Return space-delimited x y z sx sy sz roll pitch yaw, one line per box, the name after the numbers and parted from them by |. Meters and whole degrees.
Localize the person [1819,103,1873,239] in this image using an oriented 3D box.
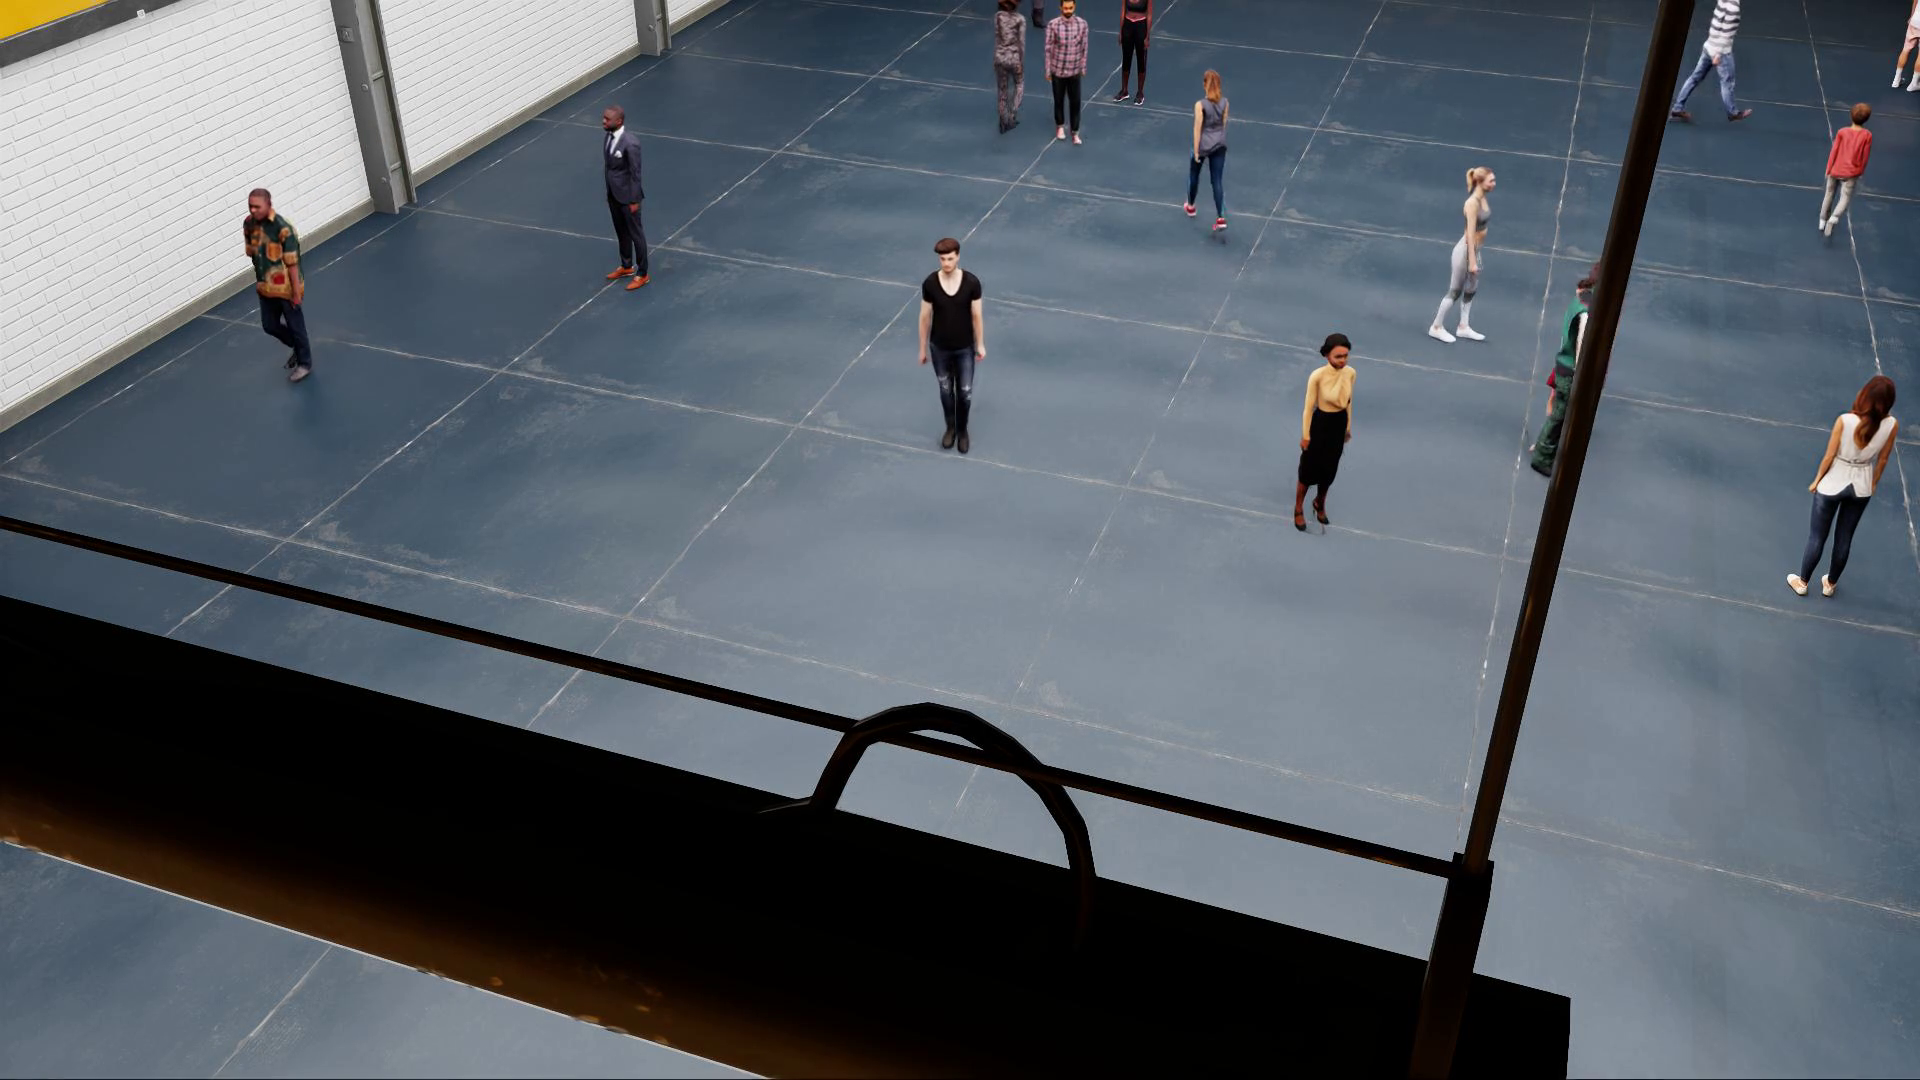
9.343 -3.885 17.562 0.635 1.404 0.851 20 38 27 | person

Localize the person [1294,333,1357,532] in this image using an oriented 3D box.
2.800 -0.826 12.734 0.672 1.654 0.723 -12 36 -18 | person

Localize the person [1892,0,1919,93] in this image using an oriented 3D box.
12.477 -6.718 21.484 0.765 1.781 0.735 -20 39 -28 | person

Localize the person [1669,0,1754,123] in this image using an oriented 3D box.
9.165 -5.977 20.352 0.994 1.800 1.192 1 34 1 | person

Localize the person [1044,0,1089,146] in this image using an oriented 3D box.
1.256 -5.663 19.933 0.928 1.740 1.098 -2 34 -3 | person

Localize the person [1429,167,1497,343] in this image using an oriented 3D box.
4.670 -2.650 15.434 0.715 1.702 0.703 19 38 26 | person

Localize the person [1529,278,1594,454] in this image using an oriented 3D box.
5.190 -1.485 13.847 1.127 1.518 0.887 -26 42 -34 | person

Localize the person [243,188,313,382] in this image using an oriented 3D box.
-6.013 -2.314 14.842 0.678 1.798 0.626 12 35 17 | person

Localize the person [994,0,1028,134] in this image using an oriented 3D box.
0.563 -5.765 20.123 0.583 1.699 0.644 9 35 14 | person

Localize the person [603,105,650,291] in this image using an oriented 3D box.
-3.329 -3.421 16.485 0.778 1.824 0.785 -27 42 -34 | person

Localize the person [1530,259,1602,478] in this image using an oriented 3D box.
4.957 -1.397 13.447 0.795 1.815 0.548 18 38 25 | person

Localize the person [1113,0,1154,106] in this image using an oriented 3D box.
2.240 -6.438 21.083 0.602 1.757 0.568 16 37 22 | person

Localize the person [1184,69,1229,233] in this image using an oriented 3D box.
2.681 -4.087 17.615 1.002 1.681 1.211 -8 34 -11 | person

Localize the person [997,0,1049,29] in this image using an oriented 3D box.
0.885 -8.242 23.755 1.201 1.805 1.125 -26 41 -33 | person

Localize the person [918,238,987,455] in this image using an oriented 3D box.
-0.053 -1.656 13.774 0.770 1.884 0.739 3 34 5 | person

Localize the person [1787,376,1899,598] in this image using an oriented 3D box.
6.355 -0.368 11.927 0.620 1.785 0.580 5 34 8 | person
